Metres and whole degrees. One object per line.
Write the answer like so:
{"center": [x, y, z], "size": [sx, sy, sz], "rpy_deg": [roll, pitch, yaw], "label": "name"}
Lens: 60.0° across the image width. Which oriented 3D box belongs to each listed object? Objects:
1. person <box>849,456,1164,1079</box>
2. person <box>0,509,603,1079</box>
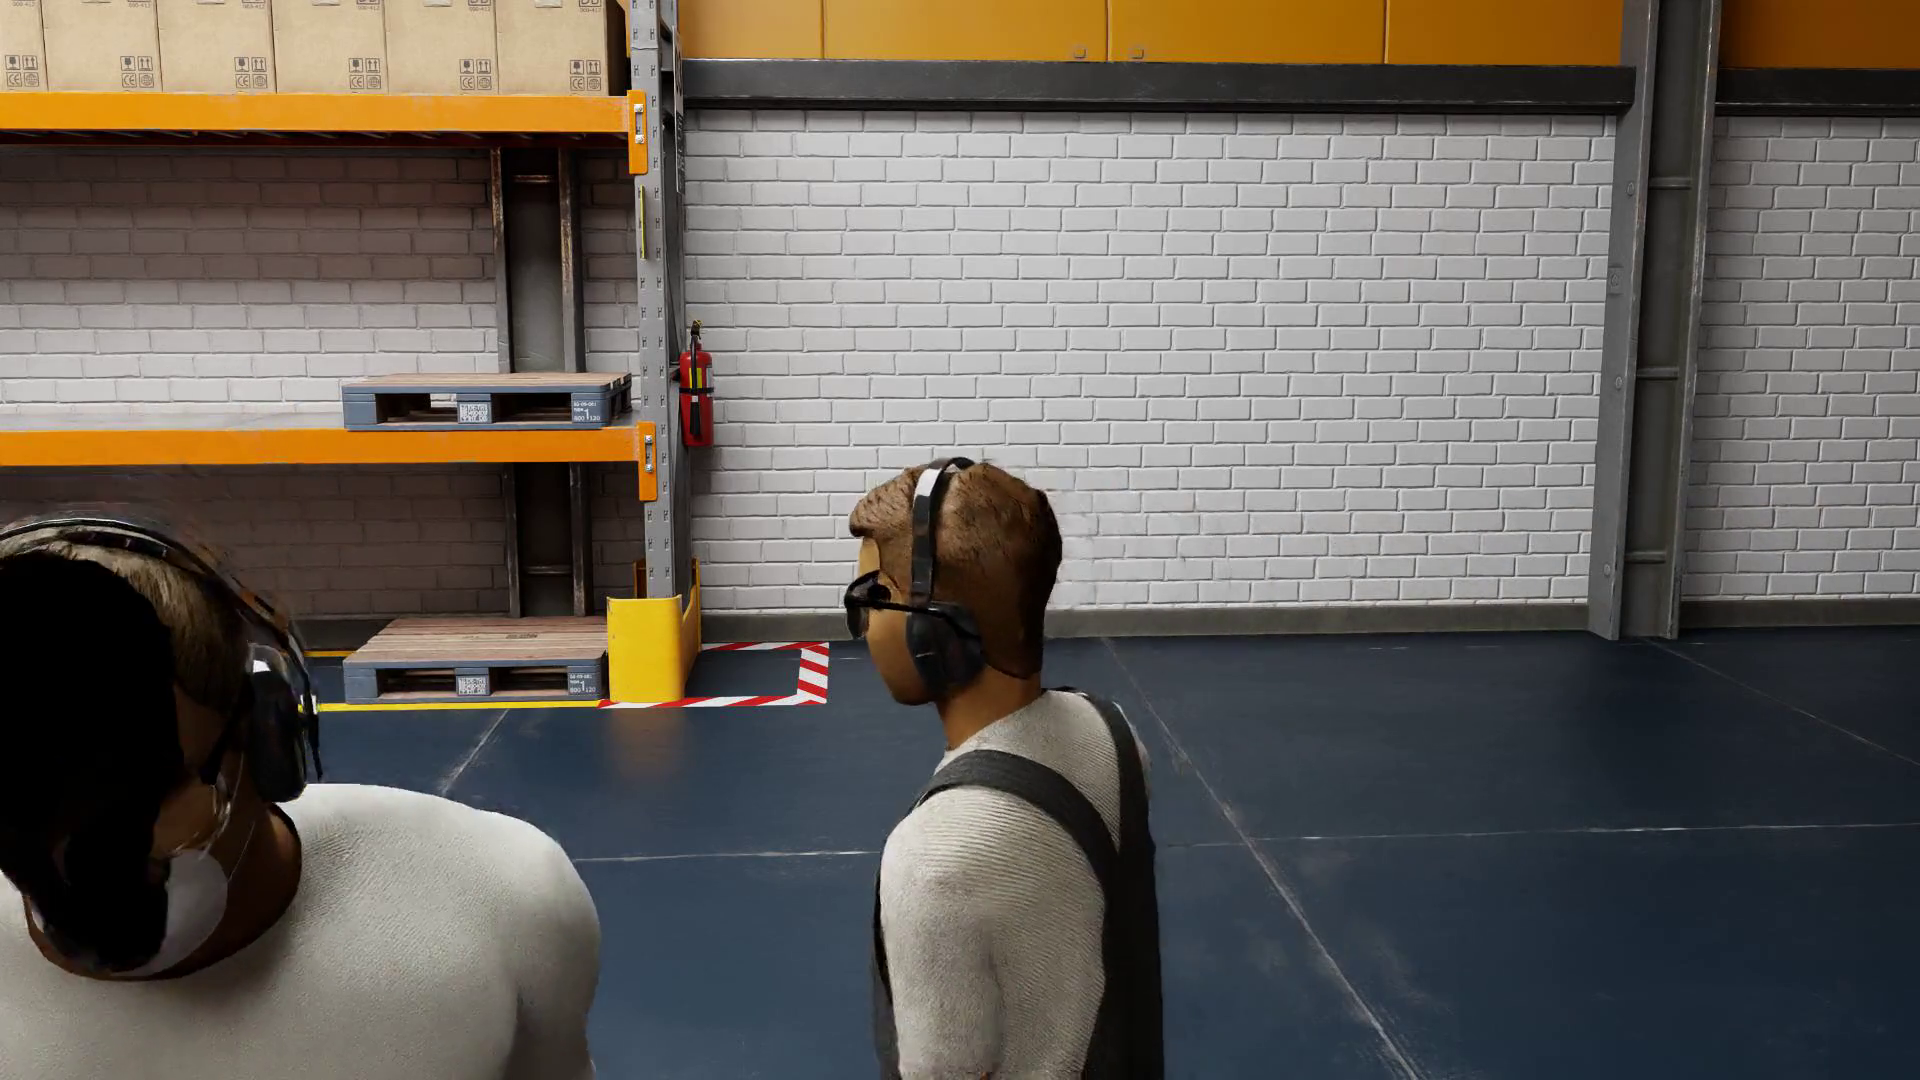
{"center": [0.076, 0.814, 1.914], "size": [0.450, 1.829, 0.541], "rpy_deg": [5, 10, 27], "label": "person"}
{"center": [-0.558, 0.886, 1.331], "size": [0.656, 1.870, 0.886], "rpy_deg": [-5, 10, -27], "label": "person"}
